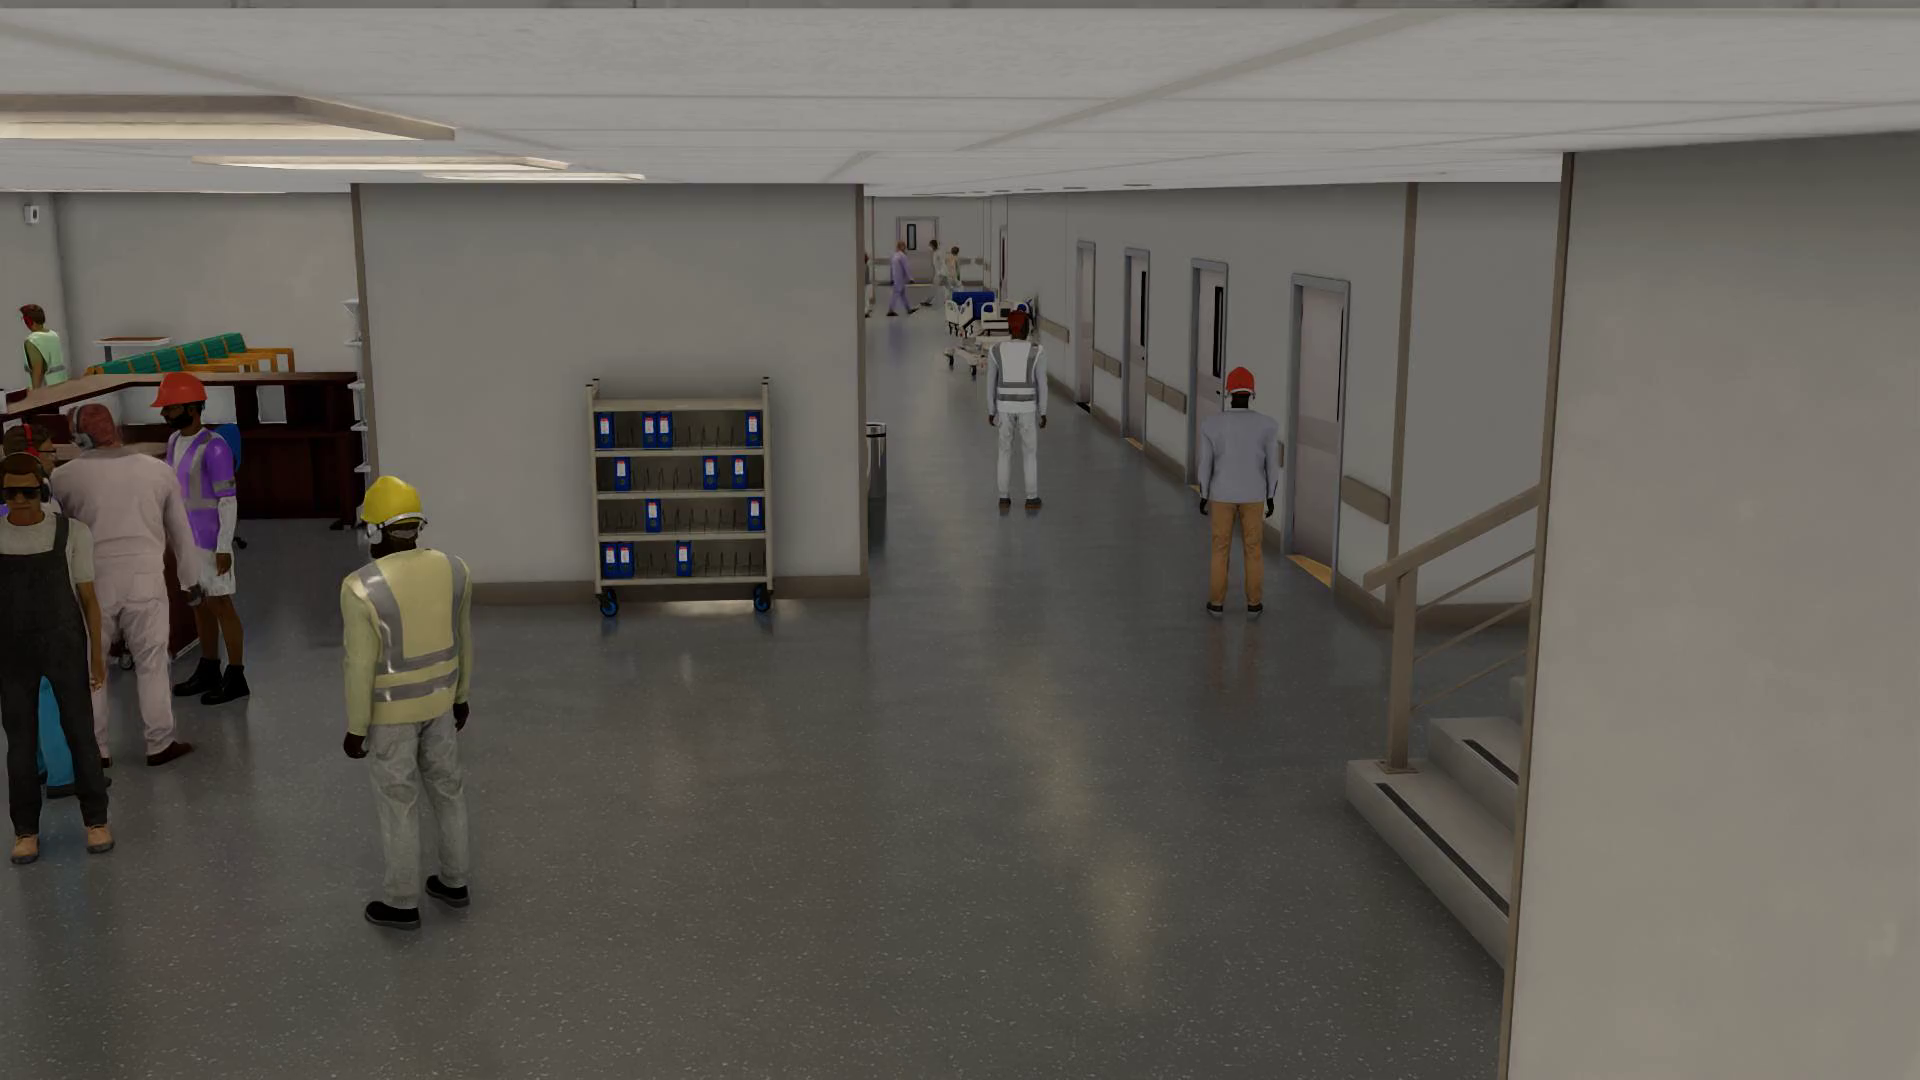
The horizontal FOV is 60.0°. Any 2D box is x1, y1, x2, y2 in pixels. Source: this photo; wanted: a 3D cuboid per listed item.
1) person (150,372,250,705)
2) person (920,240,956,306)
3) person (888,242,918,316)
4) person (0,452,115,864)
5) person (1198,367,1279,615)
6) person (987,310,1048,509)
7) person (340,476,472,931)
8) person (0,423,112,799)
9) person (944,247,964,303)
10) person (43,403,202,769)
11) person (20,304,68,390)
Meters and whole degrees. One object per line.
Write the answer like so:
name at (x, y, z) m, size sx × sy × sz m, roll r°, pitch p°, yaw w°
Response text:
person at (-4.426, -0.008, 9.651) m, size 0.552 × 1.935 × 0.366 m, roll 8°, pitch 14°, yaw 35°
person at (-0.512, -7.365, 45.901) m, size 1.198 × 1.841 × 0.650 m, roll -3°, pitch 12°, yaw -13°
person at (-1.458, -6.612, 42.119) m, size 0.973 × 1.855 × 0.656 m, roll -6°, pitch 13°, yaw -26°
person at (-4.059, 0.517, 7.346) m, size 0.503 × 1.837 × 0.350 m, roll -5°, pitch 13°, yaw -23°
person at (1.956, -0.341, 11.721) m, size 0.566 × 1.755 × 0.321 m, roll 1°, pitch 12°, yaw 4°
person at (0.545, -1.233, 15.770) m, size 0.577 × 1.882 × 0.349 m, roll 3°, pitch 12°, yaw 14°
person at (-2.231, 0.650, 6.695) m, size 0.404 × 1.831 × 0.600 m, roll 8°, pitch 14°, yaw 33°
person at (-4.529, 0.353, 8.131) m, size 0.569 × 1.839 × 0.374 m, roll 7°, pitch 13°, yaw 30°
person at (-0.128, -7.510, 47.175) m, size 0.524 × 1.577 × 0.891 m, roll 11°, pitch 16°, yaw 43°
person at (-4.327, 0.239, 8.582) m, size 0.771 × 1.887 × 0.446 m, roll -8°, pitch 14°, yaw -35°
person at (-9.531, -1.538, 17.376) m, size 0.387 × 1.838 × 0.565 m, roll -1°, pitch 12°, yaw -5°
